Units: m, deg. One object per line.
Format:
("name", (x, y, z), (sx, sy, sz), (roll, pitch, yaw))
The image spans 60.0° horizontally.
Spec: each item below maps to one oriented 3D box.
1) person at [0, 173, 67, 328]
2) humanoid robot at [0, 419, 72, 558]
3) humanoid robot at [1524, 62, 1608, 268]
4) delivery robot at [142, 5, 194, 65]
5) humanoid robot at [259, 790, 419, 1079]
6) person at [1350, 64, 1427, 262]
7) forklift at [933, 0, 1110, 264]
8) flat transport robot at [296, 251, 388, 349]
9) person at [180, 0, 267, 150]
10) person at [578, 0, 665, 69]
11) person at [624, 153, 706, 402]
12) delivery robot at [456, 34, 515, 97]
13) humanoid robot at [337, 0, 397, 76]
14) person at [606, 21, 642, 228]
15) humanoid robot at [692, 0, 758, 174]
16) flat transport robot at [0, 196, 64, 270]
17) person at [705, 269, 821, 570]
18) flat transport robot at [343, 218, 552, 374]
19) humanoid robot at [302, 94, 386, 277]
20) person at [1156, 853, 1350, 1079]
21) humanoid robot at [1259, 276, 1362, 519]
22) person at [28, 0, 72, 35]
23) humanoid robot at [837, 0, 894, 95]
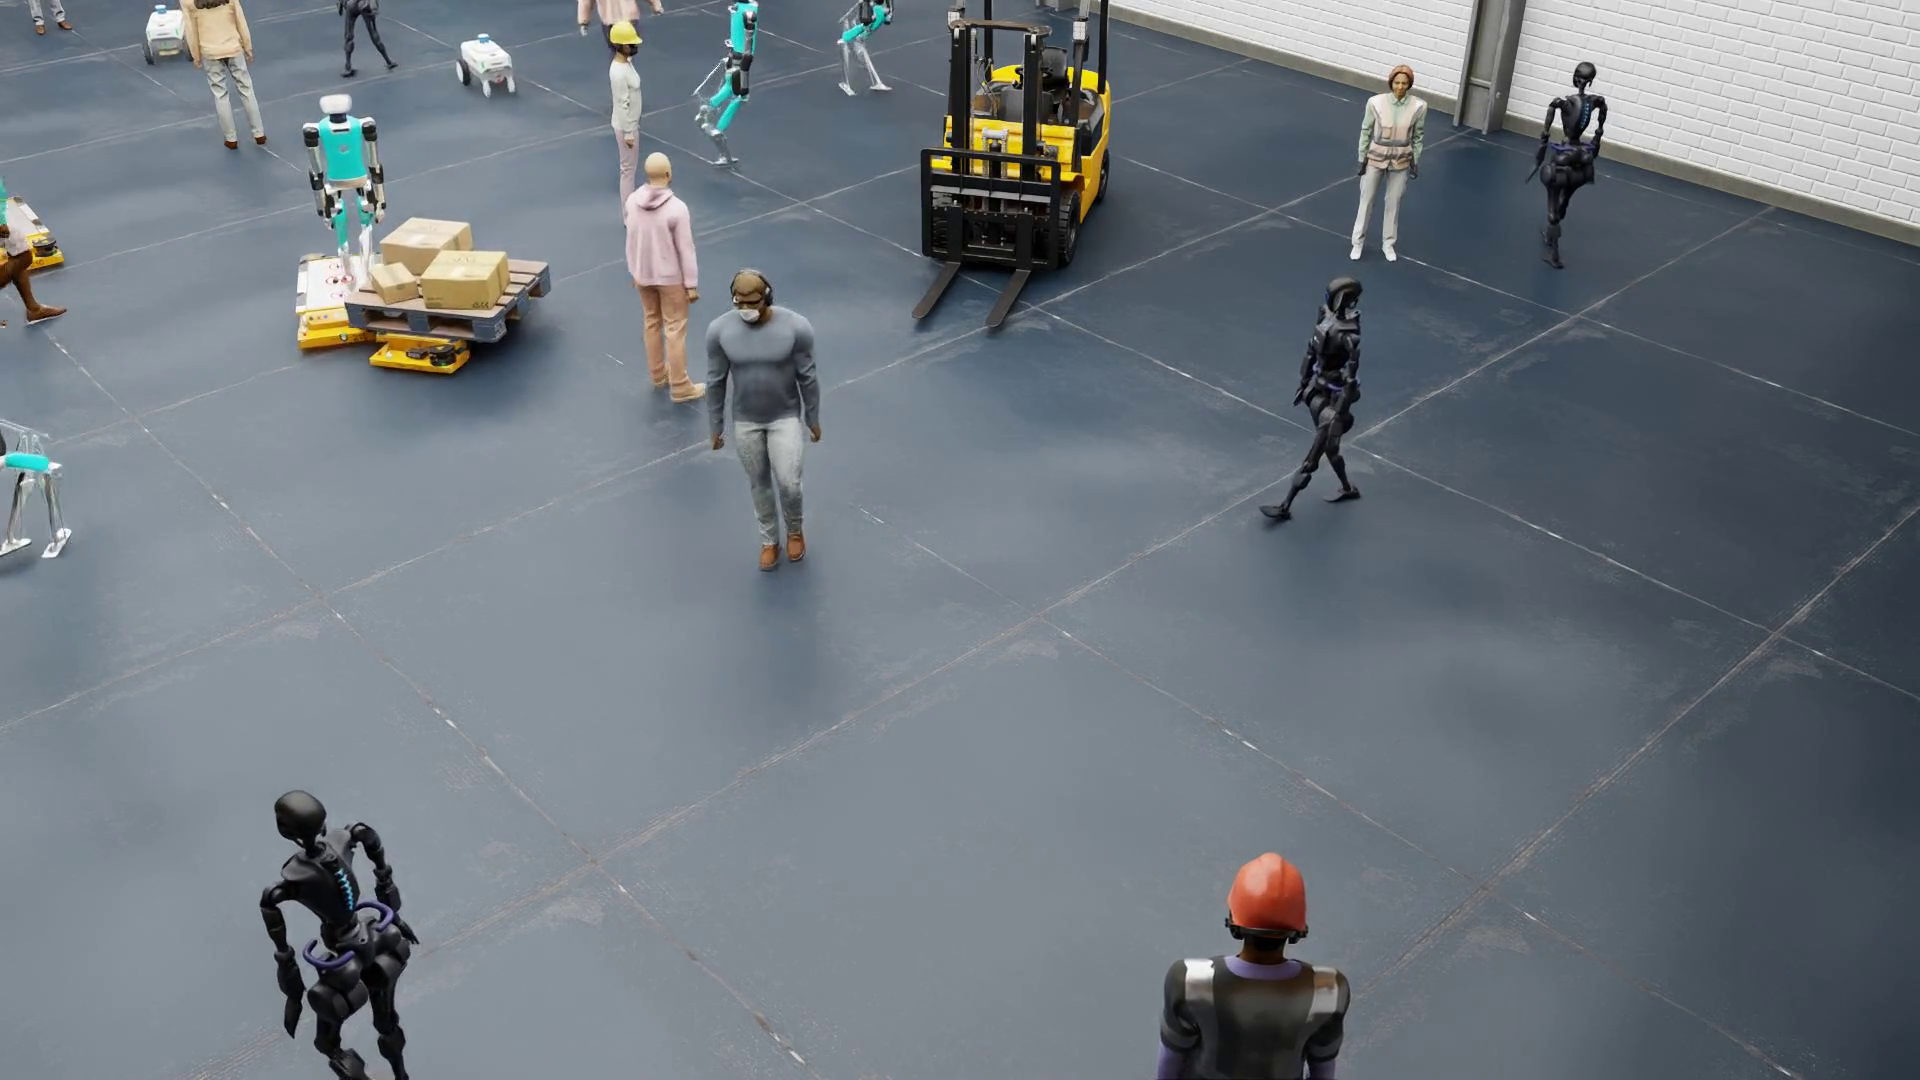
("person", (-7.341, -2.479, 12.559), (0.547, 1.819, 0.546), (-22, 39, -30))
("humanoid robot", (-5.695, -0.664, 9.830), (0.535, 1.768, 0.793), (15, 36, 21))
("humanoid robot", (4.965, -3.125, 13.711), (0.589, 1.630, 0.711), (-7, 34, -10))
("delivery robot", (-8.876, -5.660, 18.620), (0.499, 0.606, 0.790), (-10, 34, -15))
("humanoid robot", (-2.326, 1.616, 6.395), (0.378, 1.642, 0.598), (18, 37, 25))
("person", (3.517, -3.093, 13.666), (0.514, 1.641, 0.308), (3, 33, 5))
("forklift", (0.570, -3.725, 14.138), (1.214, 2.155, 2.313), (9, 34, 13))
("flat transport robot", (-4.868, -1.925, 13.132), (0.659, 0.231, 1.431), (-9, 34, -14))
("person", (-7.055, -4.678, 15.892), (0.563, 1.875, 0.390), (-17, 37, -24))
("person", (-3.476, -5.371, 17.022), (0.813, 1.799, 0.984), (0, 33, 0))
("person", (-2.057, -1.827, 11.609), (0.570, 1.773, 0.498), (15, 36, 22))
("delivery robot", (-5.046, -5.080, 17.735), (0.499, 0.612, 0.816), (-19, 37, -26))
("humanoid robot", (-6.501, -5.828, 17.868), (0.626, 1.633, 0.614), (17, 37, 25))
("person", (-2.817, -3.559, 14.271), (0.324, 1.766, 0.532), (-3, 33, -5))
("humanoid robot", (-2.194, -4.174, 15.298), (0.745, 1.845, 0.554), (-11, 35, -16))
("flat transport robot", (-8.174, -2.584, 14.144), (0.659, 0.231, 1.431), (-23, 40, -31))
("person", (-1.149, -0.680, 9.700), (0.661, 1.926, 0.457), (2, 33, 3))
("flat transport robot", (-3.878, -1.689, 12.768), (0.659, 0.231, 1.431), (7, 34, 11))
("humanoid robot", (-4.733, -2.616, 12.924), (0.549, 1.850, 0.792), (-14, 36, -20))
("person", (0.957, 1.875, 5.682), (0.598, 2.035, 0.396), (0, 33, 1))
("humanoid robot", (2.243, -0.886, 10.283), (0.779, 1.623, 0.585), (-10, 34, -15))
("person", (-10.719, -6.722, 19.235), (0.454, 1.651, 0.337), (-24, 40, -32))
("humanoid robot", (-1.028, -5.504, 17.284), (0.849, 1.767, 0.530), (18, 37, 26))
